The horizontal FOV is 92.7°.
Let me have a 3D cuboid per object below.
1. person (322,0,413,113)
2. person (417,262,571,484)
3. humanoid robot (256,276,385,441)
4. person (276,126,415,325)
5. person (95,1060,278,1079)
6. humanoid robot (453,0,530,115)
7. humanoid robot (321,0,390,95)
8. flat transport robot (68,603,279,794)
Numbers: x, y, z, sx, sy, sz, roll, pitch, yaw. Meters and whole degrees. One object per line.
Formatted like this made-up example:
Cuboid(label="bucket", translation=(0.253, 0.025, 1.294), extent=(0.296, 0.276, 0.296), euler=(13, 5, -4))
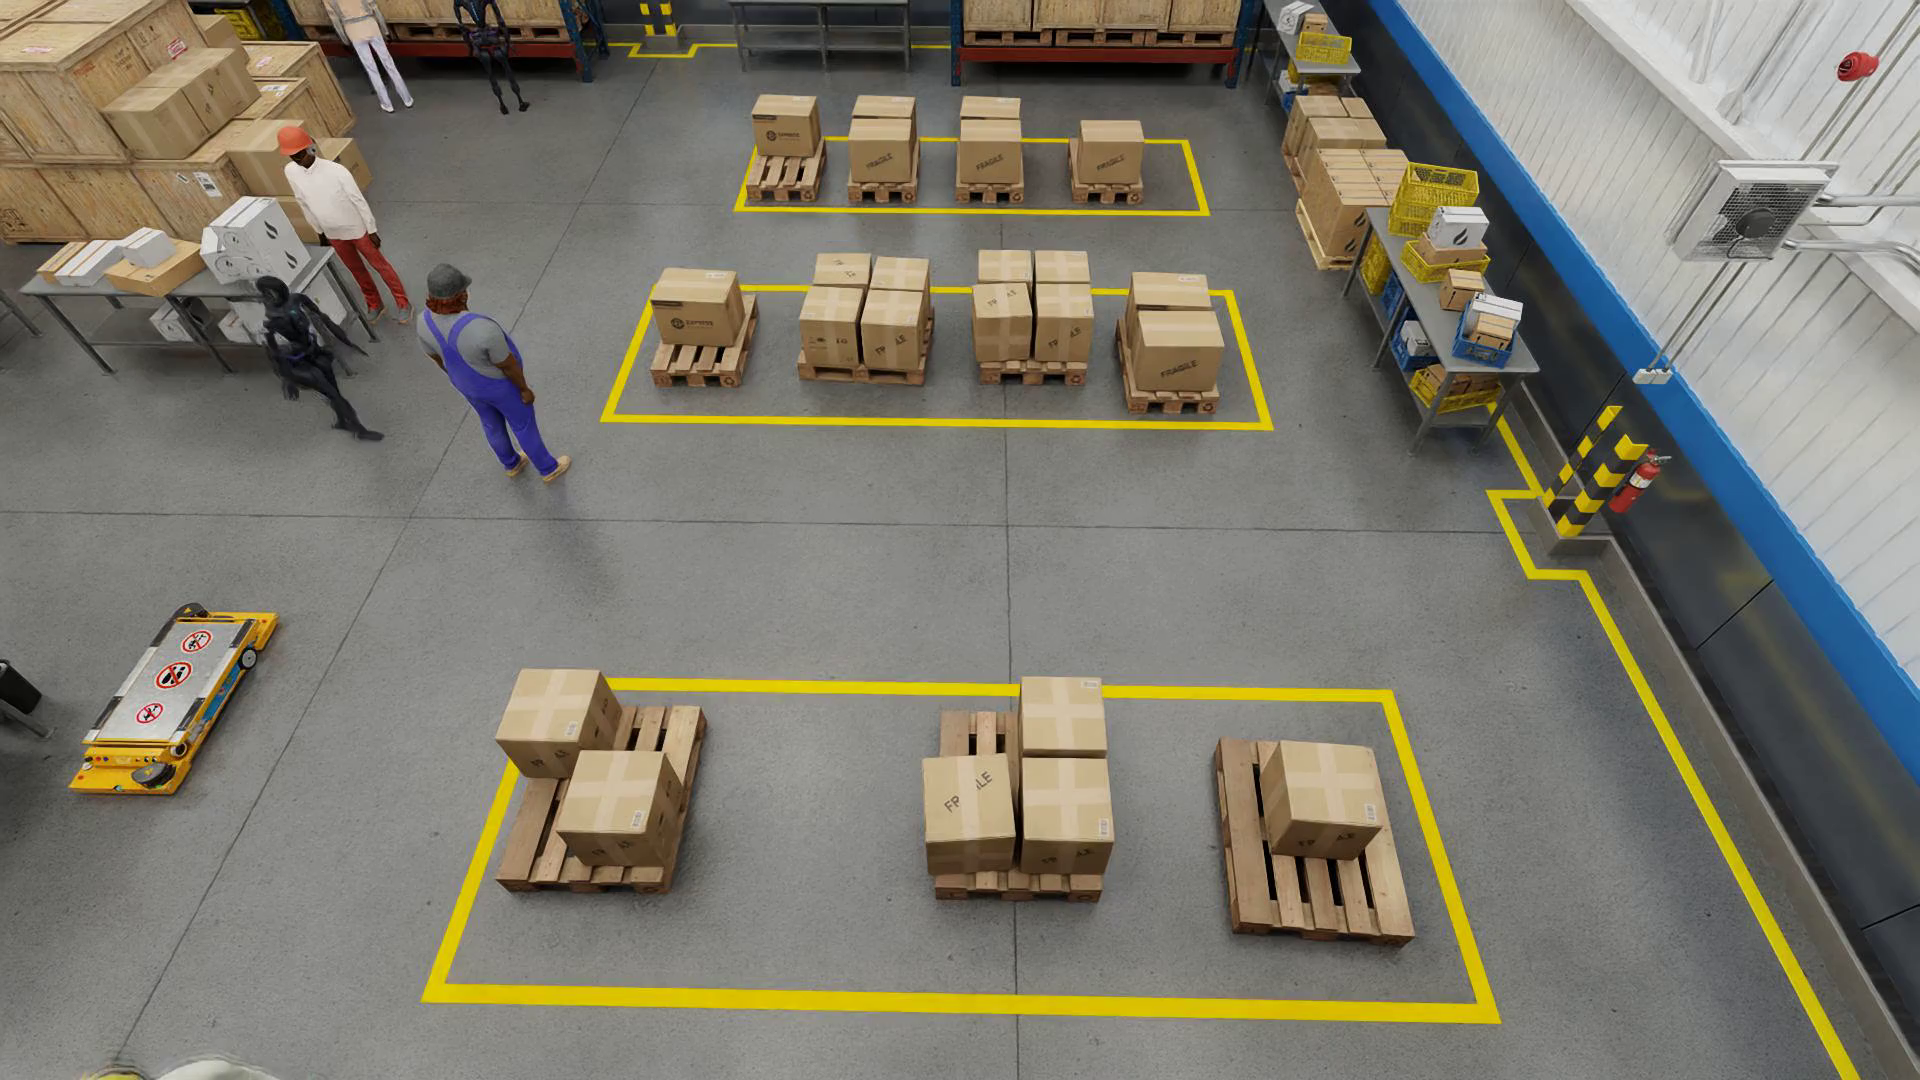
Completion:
Cuboid(label="person", translation=(-7.681, -6.532, 11.805), extent=(0.592, 1.929, 0.349), euler=(-30, 56, -23))
Cuboid(label="person", translation=(-3.722, -1.305, 7.311), extent=(0.685, 2.000, 0.536), euler=(11, 51, 9))
Cuboid(label="humanoid robot", translation=(-5.425, -1.502, 7.725), extent=(0.637, 1.634, 0.602), euler=(2, 50, 2))
Cuboid(label="person", translation=(-5.866, -2.962, 8.744), extent=(0.610, 1.994, 0.378), euler=(0, 50, 0))
Cuboid(label="person", translation=(-3.301, 2.692, 4.114), extent=(0.542, 1.757, 0.384), euler=(-28, 55, -21))
Cuboid(label="humanoid robot", translation=(-6.103, -6.414, 11.862), extent=(0.593, 1.657, 0.324), euler=(-12, 51, -10))
Cuboid(label="humanoid robot", translation=(-8.222, -6.881, 12.280), extent=(0.394, 1.639, 0.621), euler=(-27, 55, -21))
Cuboid(label="flat transport robot", translation=(-5.504, 1.072, 6.442), extent=(0.652, 0.197, 1.431), euler=(1, 50, 1))
